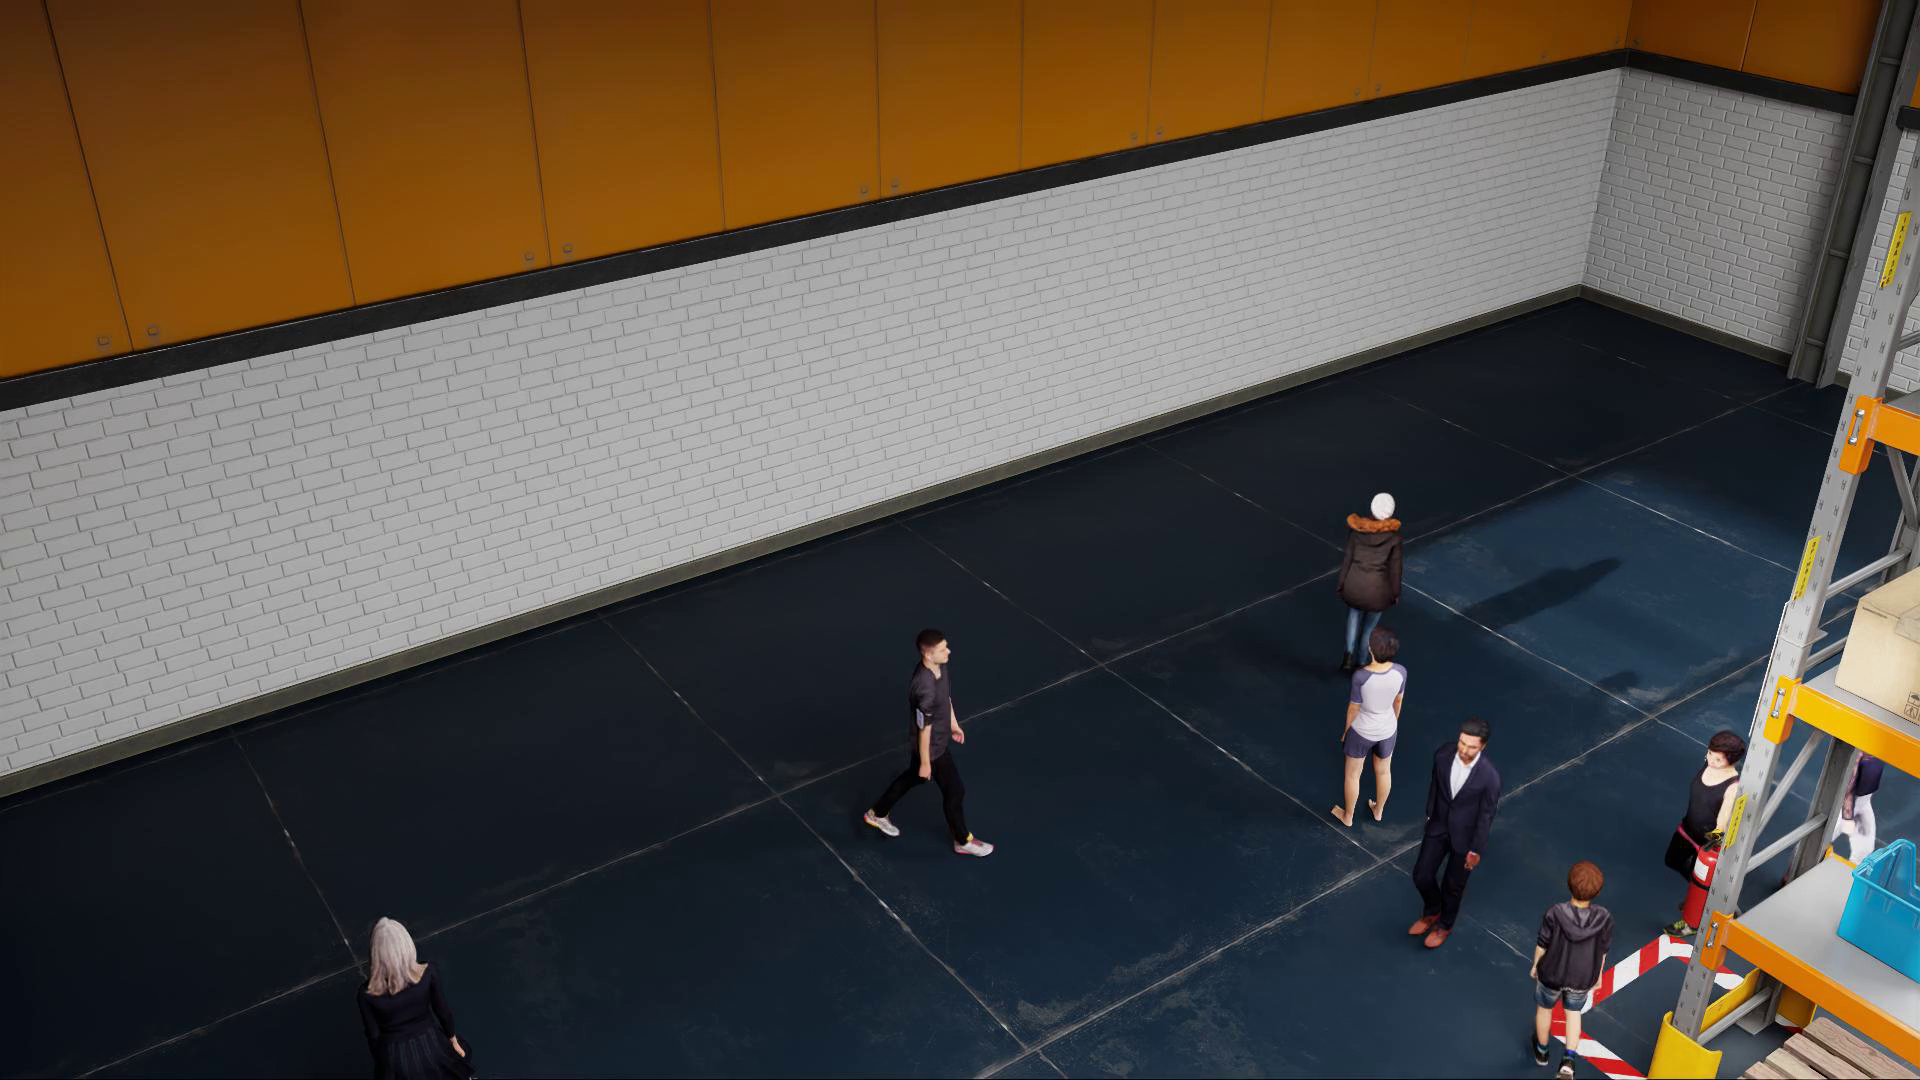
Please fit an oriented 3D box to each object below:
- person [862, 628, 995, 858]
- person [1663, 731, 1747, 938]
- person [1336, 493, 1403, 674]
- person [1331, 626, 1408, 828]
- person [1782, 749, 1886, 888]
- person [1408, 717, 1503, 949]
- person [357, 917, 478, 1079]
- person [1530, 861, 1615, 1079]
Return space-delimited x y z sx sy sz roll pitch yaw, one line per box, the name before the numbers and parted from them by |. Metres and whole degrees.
person | -0.276 1.337 11.019 1.171 1.730 1.153 2 29 5
person | 4.713 1.818 10.341 0.729 1.535 0.663 -4 29 -7
person | 3.131 0.392 12.862 0.716 1.624 0.807 15 32 25
person | 2.806 1.261 11.329 0.634 1.566 0.634 -6 29 -11
person | 5.566 1.660 10.581 0.958 1.582 0.736 24 37 37
person | 3.114 1.775 10.239 0.731 1.709 0.572 -23 36 -35
person | -2.784 2.675 8.572 0.802 1.723 0.652 -18 33 -30
person | 3.395 2.448 9.290 0.782 1.436 0.839 7 29 12
